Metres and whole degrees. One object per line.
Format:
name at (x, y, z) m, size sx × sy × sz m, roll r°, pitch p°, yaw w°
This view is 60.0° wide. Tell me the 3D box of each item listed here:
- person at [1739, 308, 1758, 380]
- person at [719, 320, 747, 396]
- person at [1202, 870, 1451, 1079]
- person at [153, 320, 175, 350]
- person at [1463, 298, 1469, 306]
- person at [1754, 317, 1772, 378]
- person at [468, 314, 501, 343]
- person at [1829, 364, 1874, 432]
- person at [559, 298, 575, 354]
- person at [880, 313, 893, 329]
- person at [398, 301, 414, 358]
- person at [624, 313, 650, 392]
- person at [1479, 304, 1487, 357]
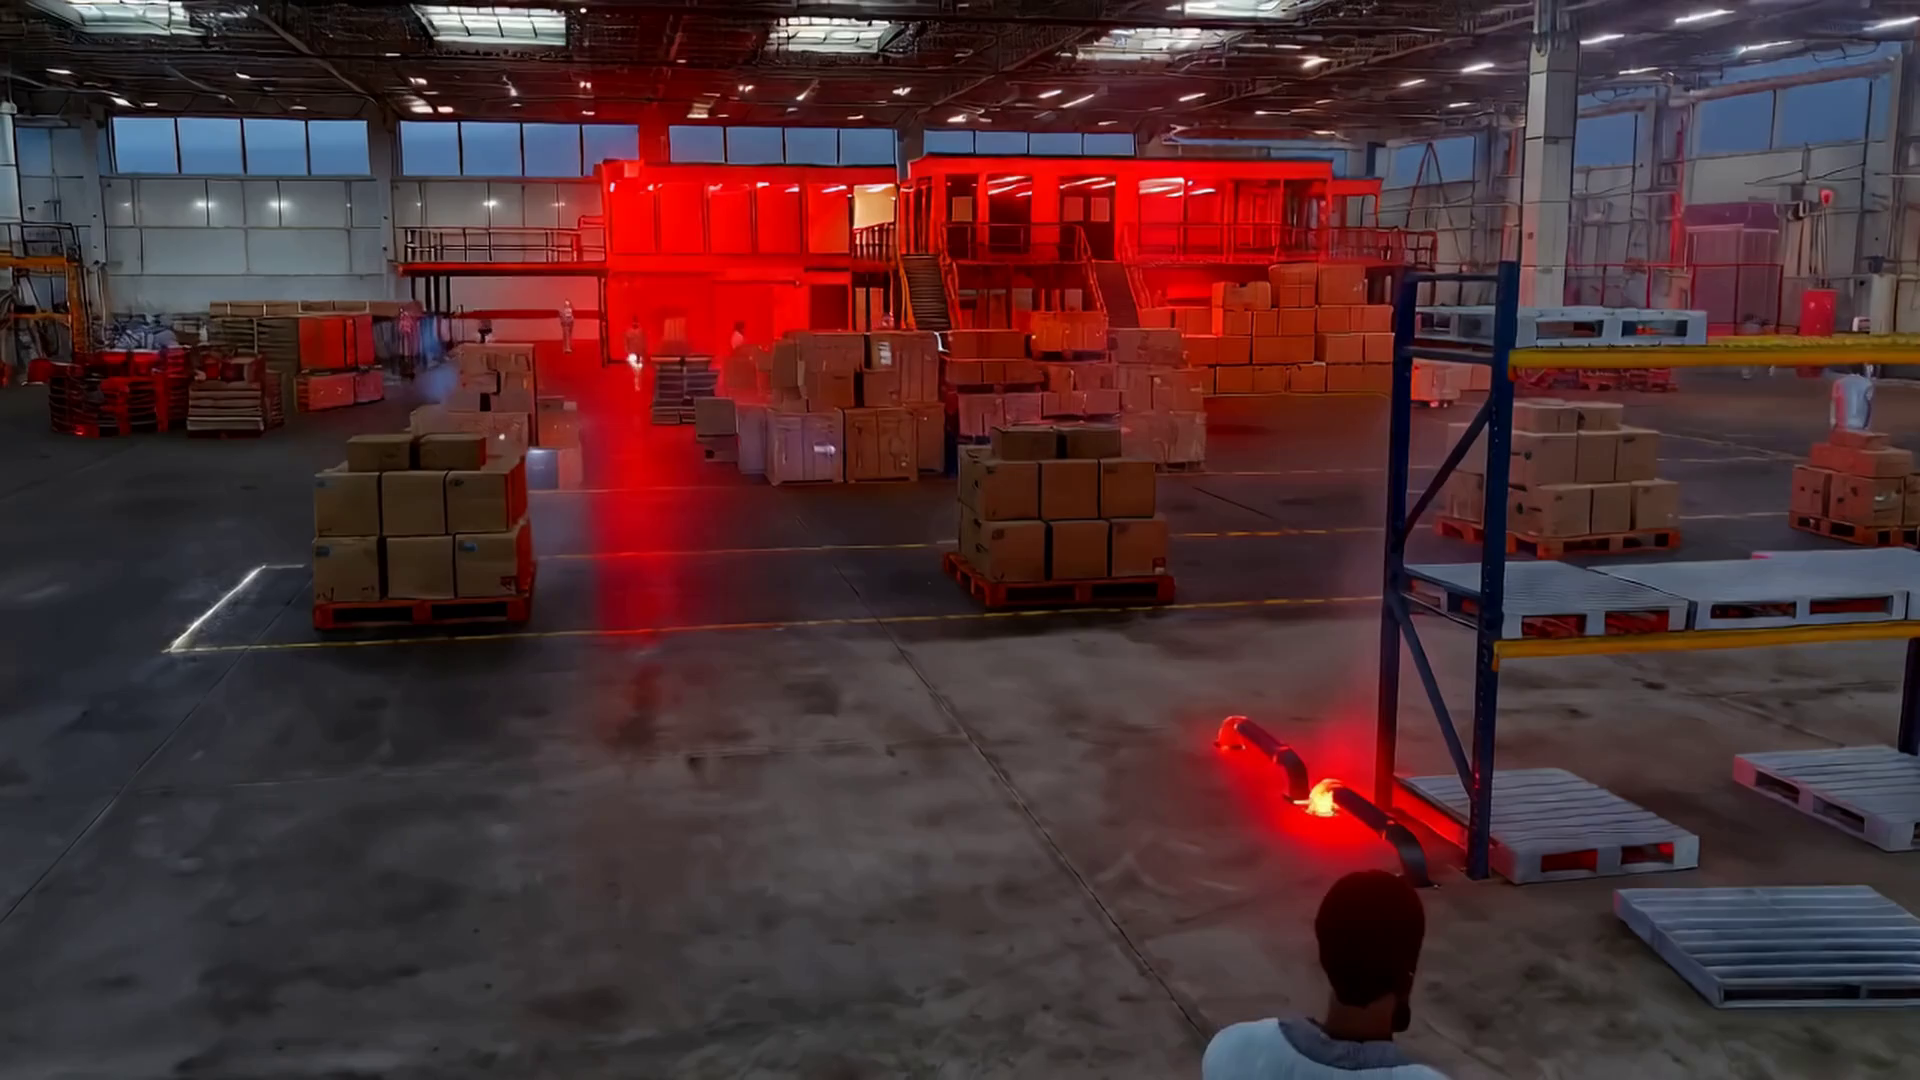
person at (21.061, -5.233, 44.438) m, size 0.600 × 1.908 × 0.477 m, roll -6°, pitch 11°, yaw -34°
person at (-4.677, -3.623, 34.680) m, size 0.936 × 1.910 × 0.638 m, roll -2°, pitch 10°, yaw -13°
person at (0.708, 1.556, 3.116) m, size 0.584 × 1.908 × 0.389 m, roll 7°, pitch 12°, yaw 38°
person at (-19.262, -4.453, 40.238) m, size 0.526 × 1.737 × 0.775 m, roll 0°, pitch 9°, yaw 2°
person at (18.193, -7.767, 59.926) m, size 0.639 × 1.900 × 0.936 m, roll -1°, pitch 9°, yaw -5°
person at (21.640, -5.174, 44.833) m, size 0.544 × 1.663 × 0.707 m, roll -7°, pitch 12°, yaw -38°
person at (-10.134, -3.832, 35.534) m, size 0.691 × 2.000 × 0.754 m, roll 1°, pitch 9°, yaw 7°
person at (11.850, -1.546, 22.122) m, size 0.508 × 1.872 × 0.329 m, roll 5°, pitch 11°, yaw 28°
person at (-13.688, -7.460, 57.992) m, size 0.366 × 1.928 × 0.585 m, roll 7°, pitch 12°, yaw 36°
person at (-1.647, -4.054, 37.083) m, size 0.609 × 1.975 × 1.059 m, roll -6°, pitch 11°, yaw -34°
person at (-18.390, -6.967, 55.124) m, size 0.575 × 1.883 × 0.355 m, roll 8°, pitch 12°, yaw 41°
person at (-7.786, -4.525, 40.204) m, size 0.571 × 1.883 × 0.980 m, roll -4°, pitch 10°, yaw -24°
person at (14.298, -5.469, 45.654) m, size 0.396 × 1.992 × 0.622 m, roll 0°, pitch 9°, yaw -3°
